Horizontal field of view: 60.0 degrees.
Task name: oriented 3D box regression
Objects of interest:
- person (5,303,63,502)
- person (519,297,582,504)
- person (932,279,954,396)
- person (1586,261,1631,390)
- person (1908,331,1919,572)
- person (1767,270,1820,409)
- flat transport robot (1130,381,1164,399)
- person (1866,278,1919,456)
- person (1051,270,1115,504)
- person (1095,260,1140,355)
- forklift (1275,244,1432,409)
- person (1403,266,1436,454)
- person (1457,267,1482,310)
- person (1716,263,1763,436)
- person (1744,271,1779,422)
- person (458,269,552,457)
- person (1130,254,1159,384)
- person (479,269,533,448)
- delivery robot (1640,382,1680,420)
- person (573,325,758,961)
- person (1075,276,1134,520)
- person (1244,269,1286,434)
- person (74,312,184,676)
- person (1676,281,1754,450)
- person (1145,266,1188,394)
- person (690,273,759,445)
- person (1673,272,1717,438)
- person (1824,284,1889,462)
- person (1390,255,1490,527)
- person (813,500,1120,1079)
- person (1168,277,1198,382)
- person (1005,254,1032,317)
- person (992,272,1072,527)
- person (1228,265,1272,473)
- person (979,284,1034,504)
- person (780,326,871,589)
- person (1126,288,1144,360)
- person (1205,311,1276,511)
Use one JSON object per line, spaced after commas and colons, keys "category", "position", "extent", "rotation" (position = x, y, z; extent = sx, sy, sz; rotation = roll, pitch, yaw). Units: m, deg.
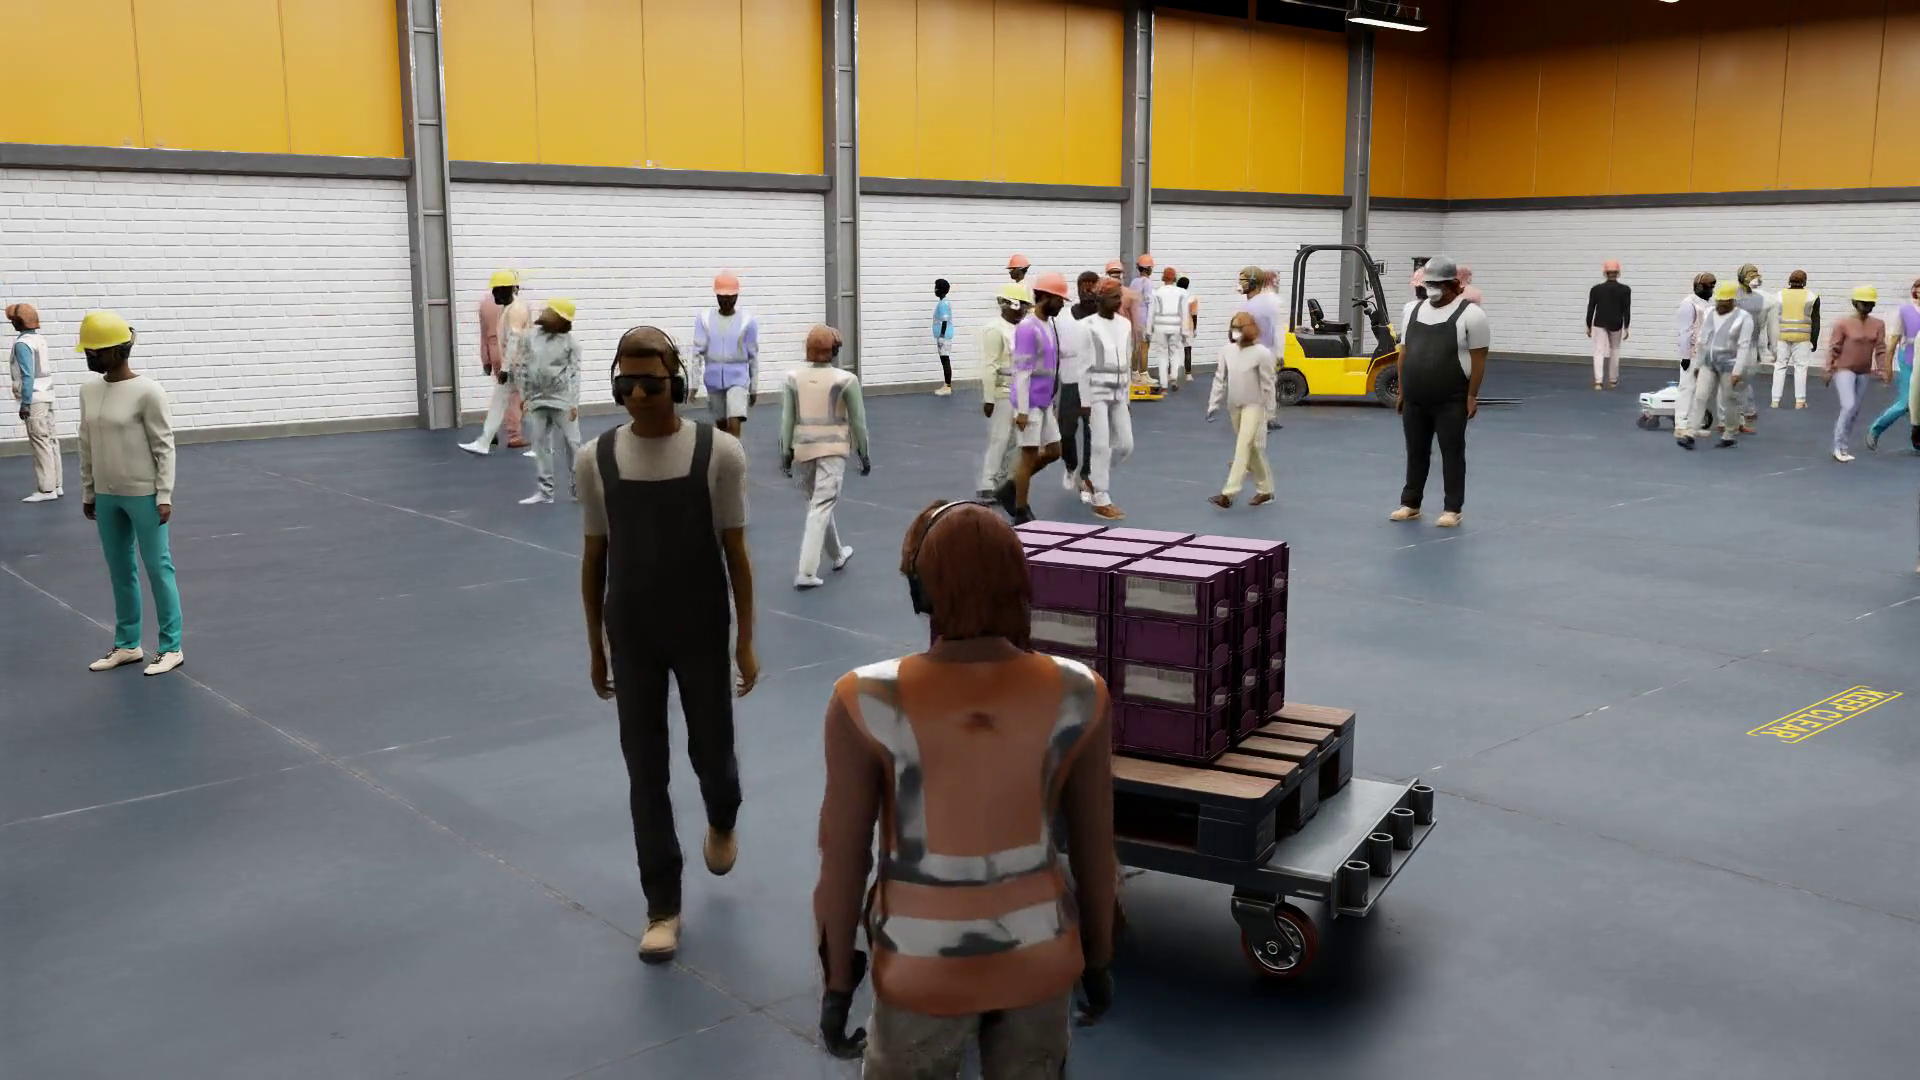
{"category": "person", "position": [-7.643, -1.130, 13.735], "extent": [0.314, 1.636, 0.517], "rotation": [-2, 10, -13]}
{"category": "person", "position": [-3.312, -1.119, 13.513], "extent": [0.621, 1.701, 0.341], "rotation": [2, 10, 9]}
{"category": "person", "position": [-0.250, -2.945, 24.189], "extent": [0.316, 1.695, 0.540], "rotation": [0, 10, 2]}
{"category": "person", "position": [9.871, -3.264, 25.327], "extent": [0.636, 1.946, 1.034], "rotation": [5, 11, 25]}
{"category": "person", "position": [6.460, -0.761, 10.734], "extent": [0.641, 1.933, 0.817], "rotation": [9, 13, 42]}
{"category": "person", "position": [11.089, -2.668, 22.144], "extent": [0.633, 1.842, 0.429], "rotation": [6, 11, 31]}
{"category": "flat transport robot", "position": [2.293, -2.143, 23.662], "extent": [0.652, 0.197, 1.431], "rotation": [-3, 10, -19]}
{"category": "person", "position": [9.618, -1.738, 16.773], "extent": [0.565, 1.825, 0.599], "rotation": [-2, 10, -9]}
{"category": "person", "position": [1.024, -1.267, 13.730], "extent": [0.599, 1.905, 0.534], "rotation": [1, 10, 4]}
{"category": "person", "position": [1.884, -2.543, 21.050], "extent": [0.804, 1.967, 0.586], "rotation": [-1, 10, -4]}
{"category": "forklift", "position": [5.256, -2.933, 22.661], "extent": [2.313, 2.155, 1.214], "rotation": [3, 10, 16]}
{"category": "person", "position": [4.780, -1.823, 16.981], "extent": [0.554, 1.923, 0.580], "rotation": [9, 13, 44]}
{"category": "person", "position": [7.240, -2.999, 24.050], "extent": [1.022, 1.847, 0.647], "rotation": [-9, 13, -42]}
{"category": "person", "position": [8.845, -2.151, 18.830], "extent": [0.631, 1.940, 0.372], "rotation": [-6, 11, -30]}
{"category": "person", "position": [9.462, -2.319, 20.015], "extent": [0.650, 1.883, 0.982], "rotation": [8, 13, 41]}
{"category": "person", "position": [-4.556, -1.750, 16.634], "extent": [0.954, 1.878, 0.612], "rotation": [-5, 11, -28]}
{"category": "person", "position": [2.916, -3.483, 26.309], "extent": [0.361, 2.048, 0.614], "rotation": [-4, 11, -23]}
{"category": "person", "position": [-4.737, -1.904, 17.532], "extent": [0.637, 1.891, 0.438], "rotation": [5, 11, 28]}
{"category": "delivery robot", "position": [8.334, -1.606, 19.411], "extent": [0.707, 0.478, 0.477], "rotation": [0, 10, 1]}
{"category": "person", "position": [-0.854, 0.276, 4.946], "extent": [0.535, 1.828, 0.634], "rotation": [0, 10, -1]}
{"category": "person", "position": [1.107, -1.097, 12.859], "extent": [0.589, 1.870, 0.504], "rotation": [-8, 12, -39]}
{"category": "person", "position": [3.531, -2.149, 19.032], "extent": [0.792, 1.866, 0.686], "rotation": [-4, 11, -23]}
{"category": "person", "position": [-4.030, -0.215, 8.026], "extent": [0.529, 1.759, 0.335], "rotation": [3, 10, 19]}
{"category": "person", "position": [7.834, -1.794, 17.270], "extent": [0.928, 1.758, 0.655], "rotation": [-7, 12, -36]}
{"category": "person", "position": [3.030, -3.071, 24.417], "extent": [0.589, 1.869, 0.430], "rotation": [-1, 10, -8]}
{"category": "person", "position": [-2.026, -1.372, 14.454], "extent": [0.559, 1.891, 1.006], "rotation": [1, 10, 4]}
{"category": "person", "position": [8.239, -2.054, 18.550], "extent": [0.633, 1.841, 0.429], "rotation": [-8, 13, -39]}
{"category": "person", "position": [8.820, -1.632, 16.361], "extent": [0.541, 1.745, 0.624], "rotation": [-1, 10, -8]}
{"category": "person", "position": [3.564, -1.120, 12.499], "extent": [0.688, 2.000, 0.536], "rotation": [9, 13, 43]}
{"category": "person", "position": [0.035, 0.747, 2.789], "extent": [0.542, 1.619, 0.492], "rotation": [-2, 10, -14]}
{"category": "person", "position": [3.586, -3.398, 26.883], "extent": [0.532, 1.687, 0.321], "rotation": [4, 11, 23]}
{"category": "person", "position": [0.788, -2.835, 22.530], "extent": [0.375, 2.042, 0.615], "rotation": [1, 10, 7]}
{"category": "person", "position": [0.540, -1.011, 12.250], "extent": [0.555, 1.908, 0.632], "rotation": [4, 11, 23]}
{"category": "person", "position": [2.726, -1.591, 15.553], "extent": [0.371, 1.941, 0.627], "rotation": [1, 10, 8]}
{"category": "person", "position": [0.398, -1.197, 13.683], "extent": [0.404, 1.795, 0.668], "rotation": [5, 11, 28]}
{"category": "person", "position": [-0.813, -0.526, 10.320], "extent": [0.534, 1.583, 0.878], "rotation": [4, 10, 22]}
{"category": "person", "position": [2.211, -2.563, 22.253], "extent": [0.523, 1.598, 0.677], "rotation": [6, 11, 32]}
{"category": "person", "position": [2.238, -1.024, 13.270], "extent": [0.893, 1.580, 0.501], "rotation": [-8, 12, -38]}
